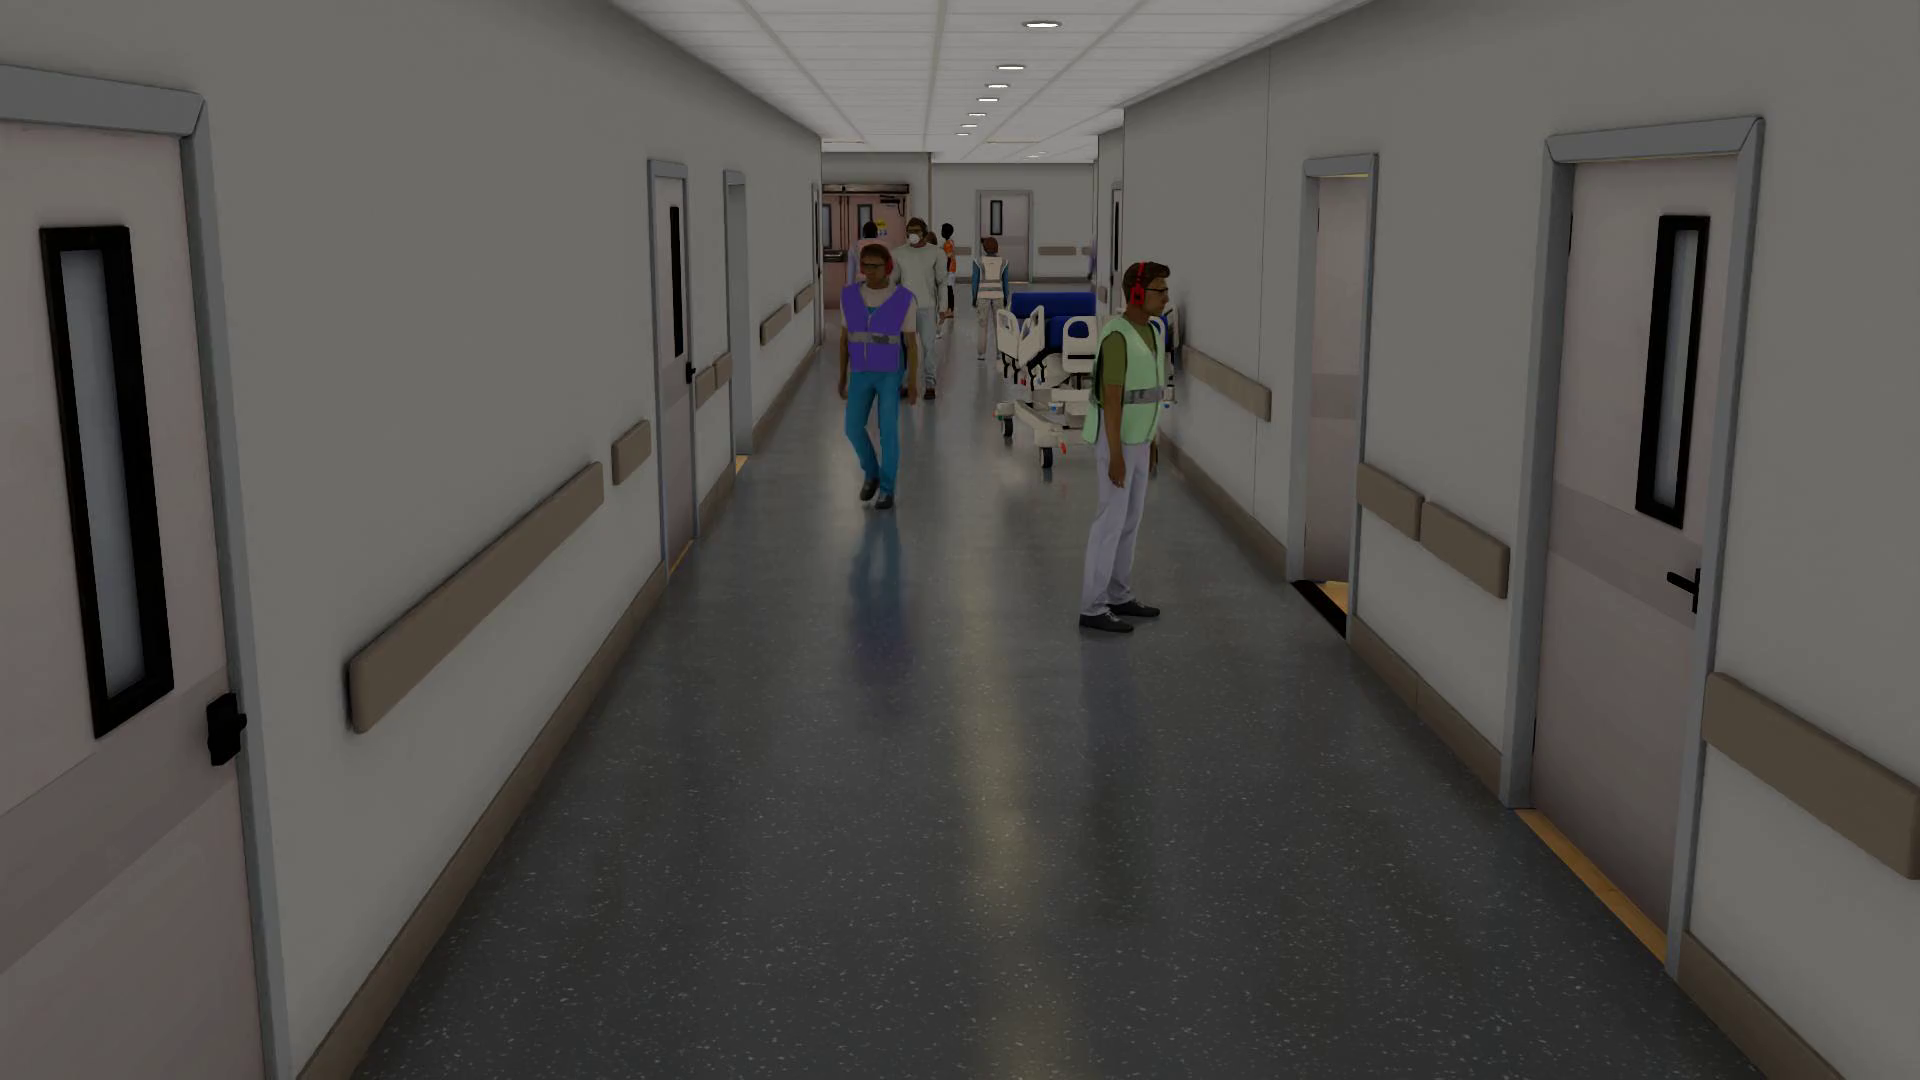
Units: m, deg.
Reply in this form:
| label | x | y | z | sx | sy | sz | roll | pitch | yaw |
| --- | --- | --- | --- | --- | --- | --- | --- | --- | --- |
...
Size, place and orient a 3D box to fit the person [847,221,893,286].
| label | x | y | z | sx | sy | sz | roll | pitch | yaw |
| --- | --- | --- | --- | --- | --- | --- | --- | --- | --- |
| person | -1.209 | -3.421 | 22.711 | 0.645 | 1.824 | 0.549 | 0 | 12 | 1 |

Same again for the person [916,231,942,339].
| label | x | y | z | sx | sy | sz | roll | pitch | yaw |
| --- | --- | --- | --- | --- | --- | --- | --- | --- | --- |
| person | -0.459 | -3.900 | 25.485 | 0.514 | 1.639 | 0.310 | 8 | 14 | 35 |

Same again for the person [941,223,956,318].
| label | x | y | z | sx | sy | sz | roll | pitch | yaw |
| --- | --- | --- | --- | --- | --- | --- | --- | --- | --- |
| person | -0.225 | -4.853 | 29.986 | 0.318 | 1.697 | 0.534 | 0 | 12 | -2 |

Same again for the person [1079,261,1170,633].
| label | x | y | z | sx | sy | sz | roll | pitch | yaw |
| --- | --- | --- | --- | --- | --- | --- | --- | --- | --- |
| person | 0.828 | -0.465 | 8.297 | 0.405 | 1.832 | 0.578 | 6 | 13 | 26 |

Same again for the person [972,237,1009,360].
| label | x | y | z | sx | sy | sz | roll | pitch | yaw |
| --- | --- | --- | --- | --- | --- | --- | --- | --- | --- |
| person | 0.407 | -3.206 | 22.128 | 0.509 | 1.629 | 0.315 | -3 | 12 | -14 |

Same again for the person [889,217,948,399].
| label | x | y | z | sx | sy | sz | roll | pitch | yaw |
| --- | --- | --- | --- | --- | --- | --- | --- | --- | --- |
| person | -0.452 | -2.471 | 17.785 | 0.636 | 1.938 | 0.358 | 2 | 12 | 11 |

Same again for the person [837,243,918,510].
| label | x | y | z | sx | sy | sz | roll | pitch | yaw |
| --- | --- | --- | --- | --- | --- | --- | --- | --- | --- |
| person | -0.562 | -1.133 | 11.531 | 0.605 | 1.826 | 0.444 | 3 | 12 | 16 |
